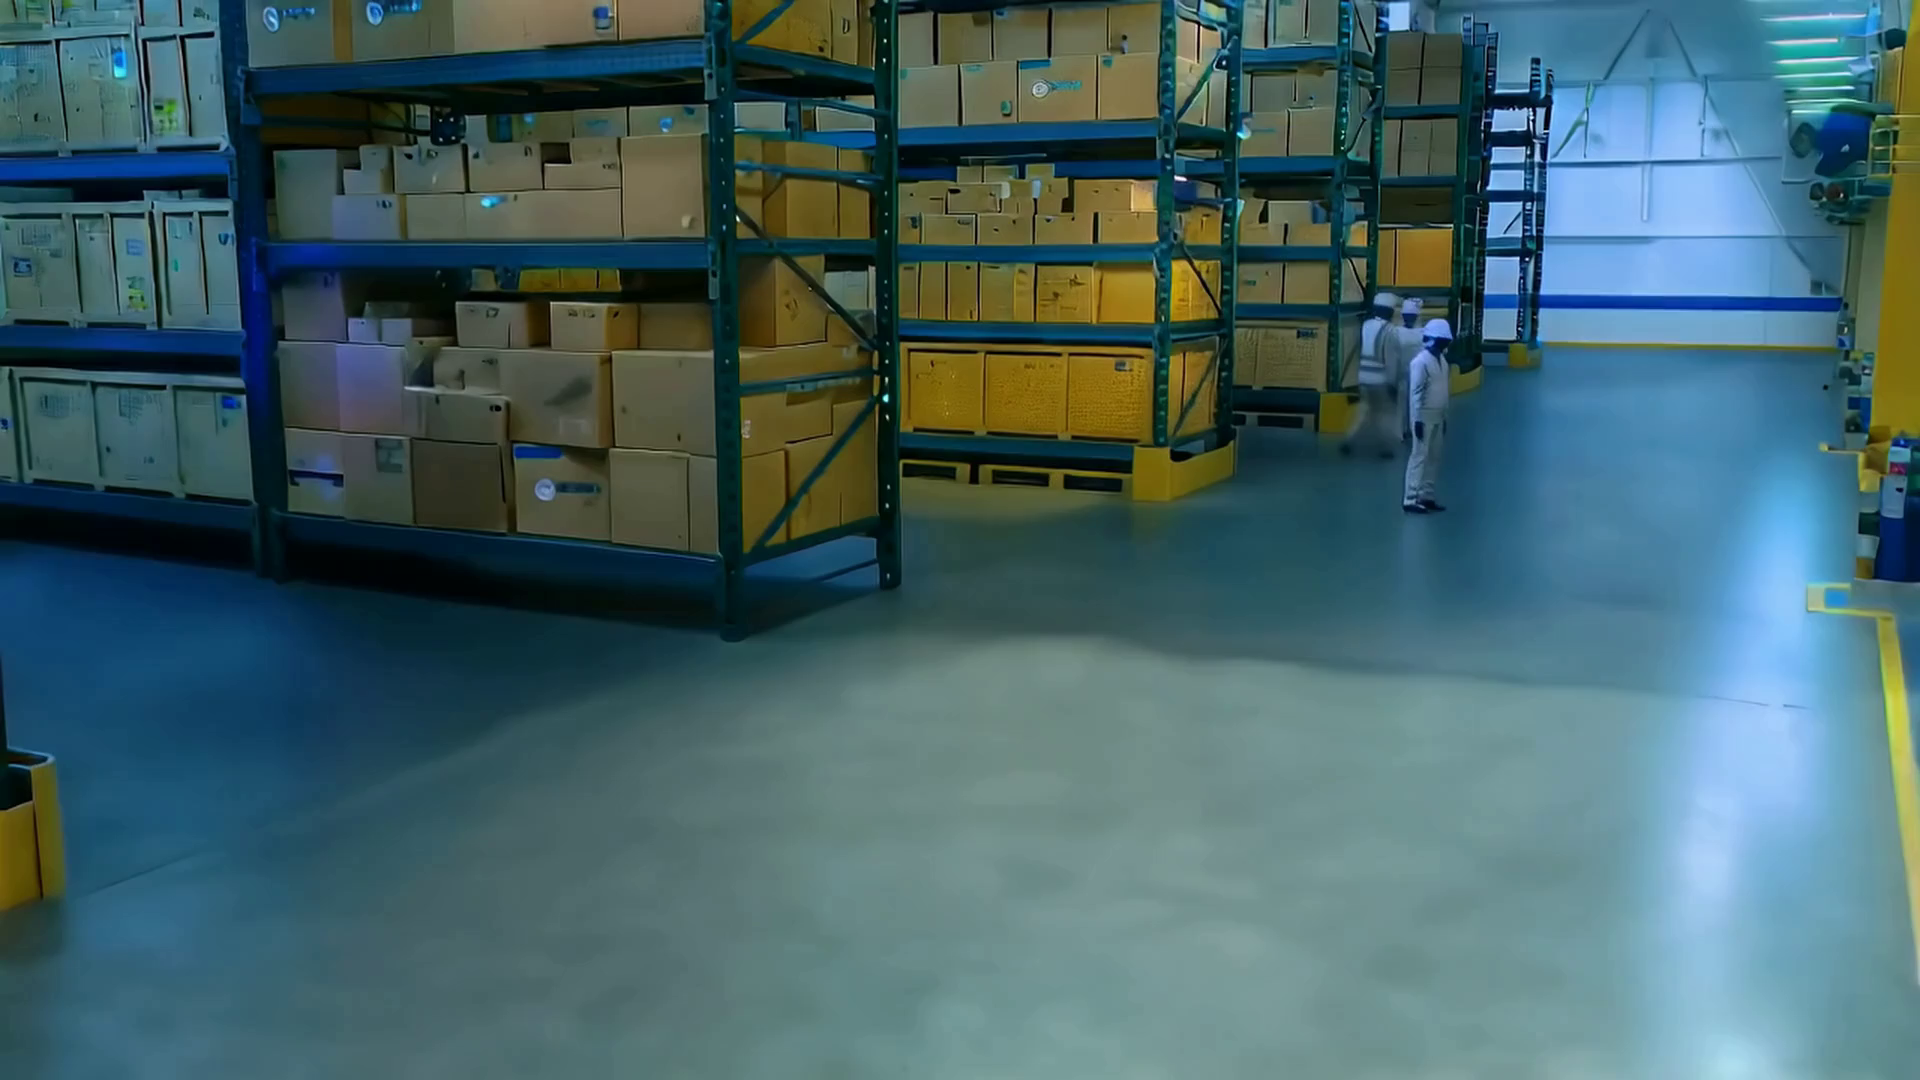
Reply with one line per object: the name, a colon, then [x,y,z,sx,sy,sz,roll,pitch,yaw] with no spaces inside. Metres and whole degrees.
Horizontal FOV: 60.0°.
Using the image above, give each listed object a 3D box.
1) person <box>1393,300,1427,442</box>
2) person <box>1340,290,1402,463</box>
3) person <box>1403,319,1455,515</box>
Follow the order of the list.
person: [5.557,-2.096,20.644,0.531,1.754,0.431,5,11,25]
person: [4.605,-1.793,18.380,0.595,1.931,0.626,-4,10,-20]
person: [4.228,-1.101,14.914,0.350,1.744,0.570,9,13,42]
